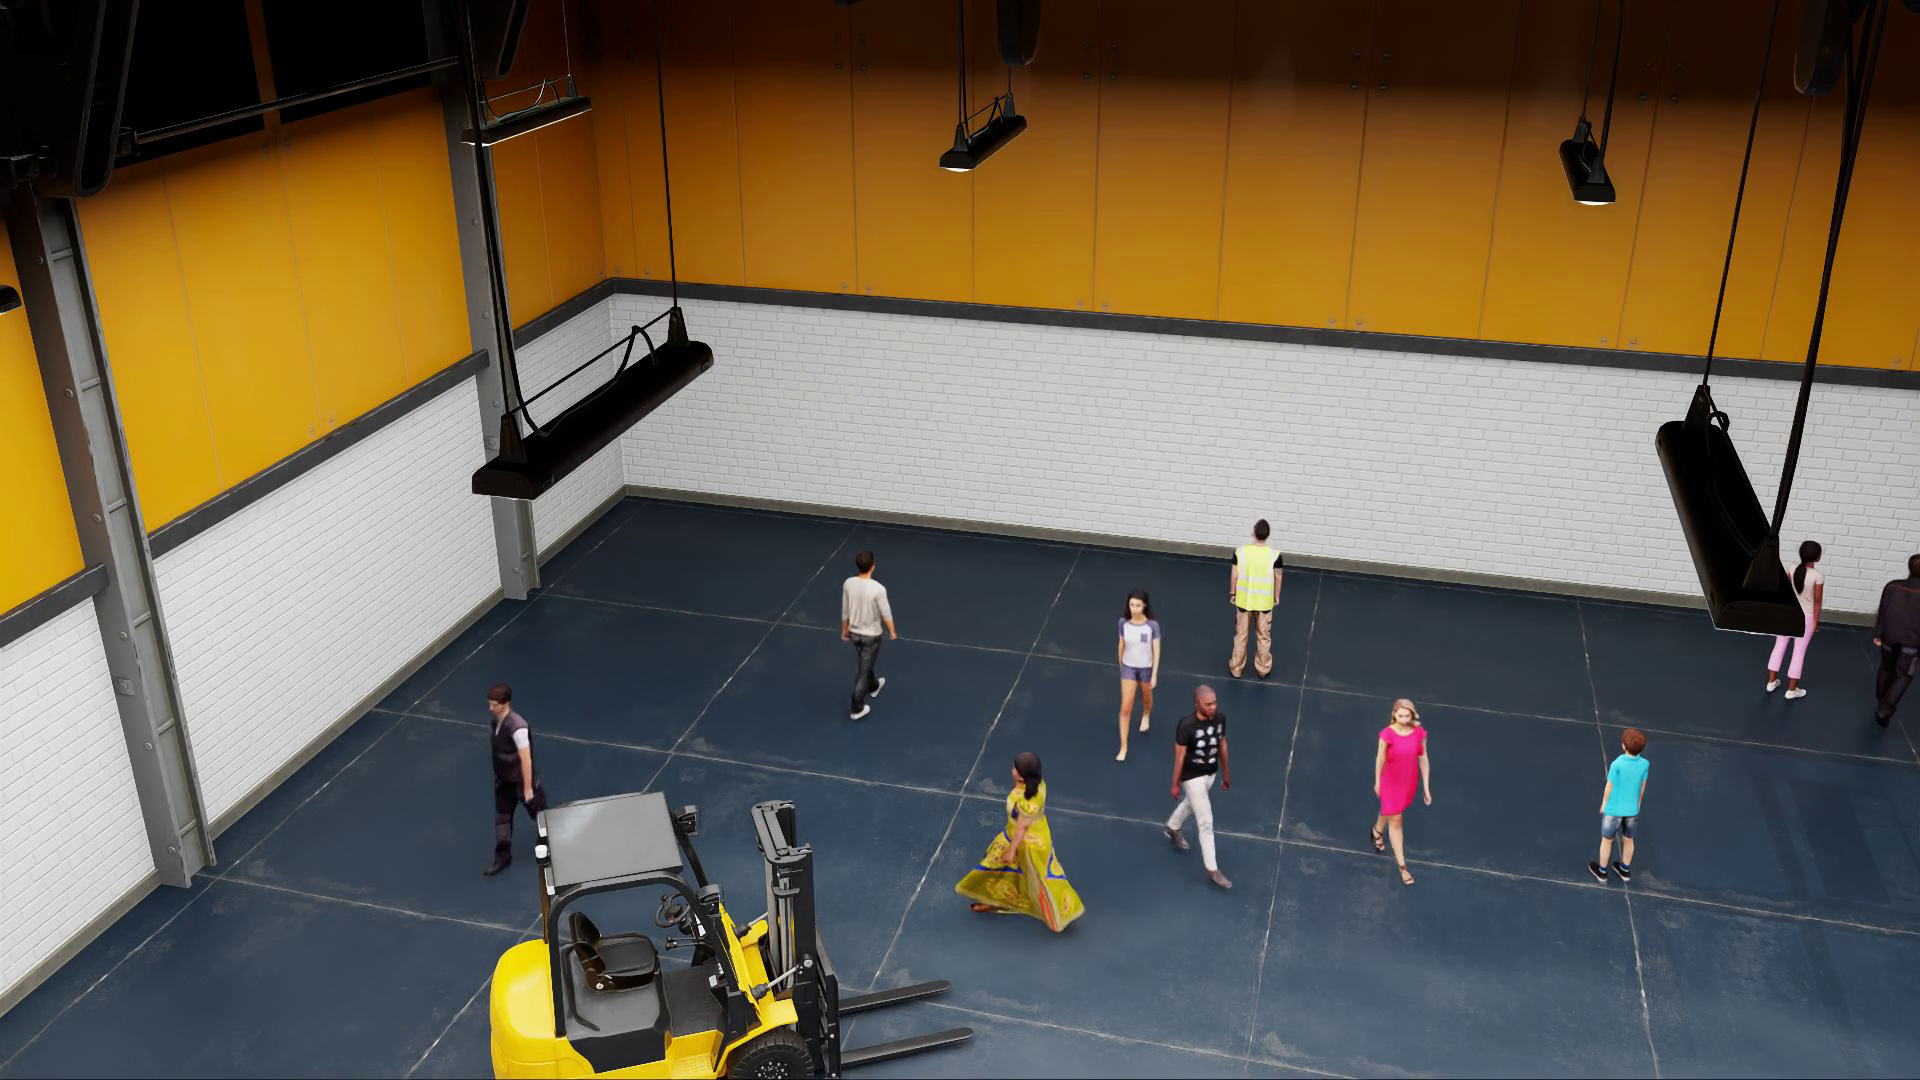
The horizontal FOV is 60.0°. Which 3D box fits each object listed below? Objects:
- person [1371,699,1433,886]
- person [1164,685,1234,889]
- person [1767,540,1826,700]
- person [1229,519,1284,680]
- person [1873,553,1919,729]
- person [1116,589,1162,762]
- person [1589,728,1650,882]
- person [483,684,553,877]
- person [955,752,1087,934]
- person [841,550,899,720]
[{"bbox_3d":[3.802,2.090,14.559,0.915,1.680,1.153,-5,24,-12],"label":"person"},{"bbox_3d":[2.043,2.048,14.563,1.221,1.754,1.252,-14,27,-29],"label":"person"},{"bbox_3d":[8.756,0.816,17.393,0.700,1.743,0.654,-15,28,-31],"label":"person"},{"bbox_3d":[3.140,0.624,17.704,0.711,1.846,0.727,4,24,9],"label":"person"},{"bbox_3d":[9.515,1.039,16.807,1.258,1.805,1.081,-21,31,-39],"label":"person"},{"bbox_3d":[1.792,1.268,16.437,0.578,1.682,1.101,6,24,14],"label":"person"},{"bbox_3d":[5.740,2.290,14.391,0.583,1.447,0.594,-4,24,-9],"label":"person"},{"bbox_3d":[-3.773,2.027,14.541,1.294,1.808,1.074,-21,31,-40],"label":"person"},{"bbox_3d":[0.646,2.506,13.696,0.966,1.608,1.328,1,24,3],"label":"person"},{"bbox_3d":[-1.011,1.000,16.929,0.831,1.778,1.067,13,27,27],"label":"person"}]
